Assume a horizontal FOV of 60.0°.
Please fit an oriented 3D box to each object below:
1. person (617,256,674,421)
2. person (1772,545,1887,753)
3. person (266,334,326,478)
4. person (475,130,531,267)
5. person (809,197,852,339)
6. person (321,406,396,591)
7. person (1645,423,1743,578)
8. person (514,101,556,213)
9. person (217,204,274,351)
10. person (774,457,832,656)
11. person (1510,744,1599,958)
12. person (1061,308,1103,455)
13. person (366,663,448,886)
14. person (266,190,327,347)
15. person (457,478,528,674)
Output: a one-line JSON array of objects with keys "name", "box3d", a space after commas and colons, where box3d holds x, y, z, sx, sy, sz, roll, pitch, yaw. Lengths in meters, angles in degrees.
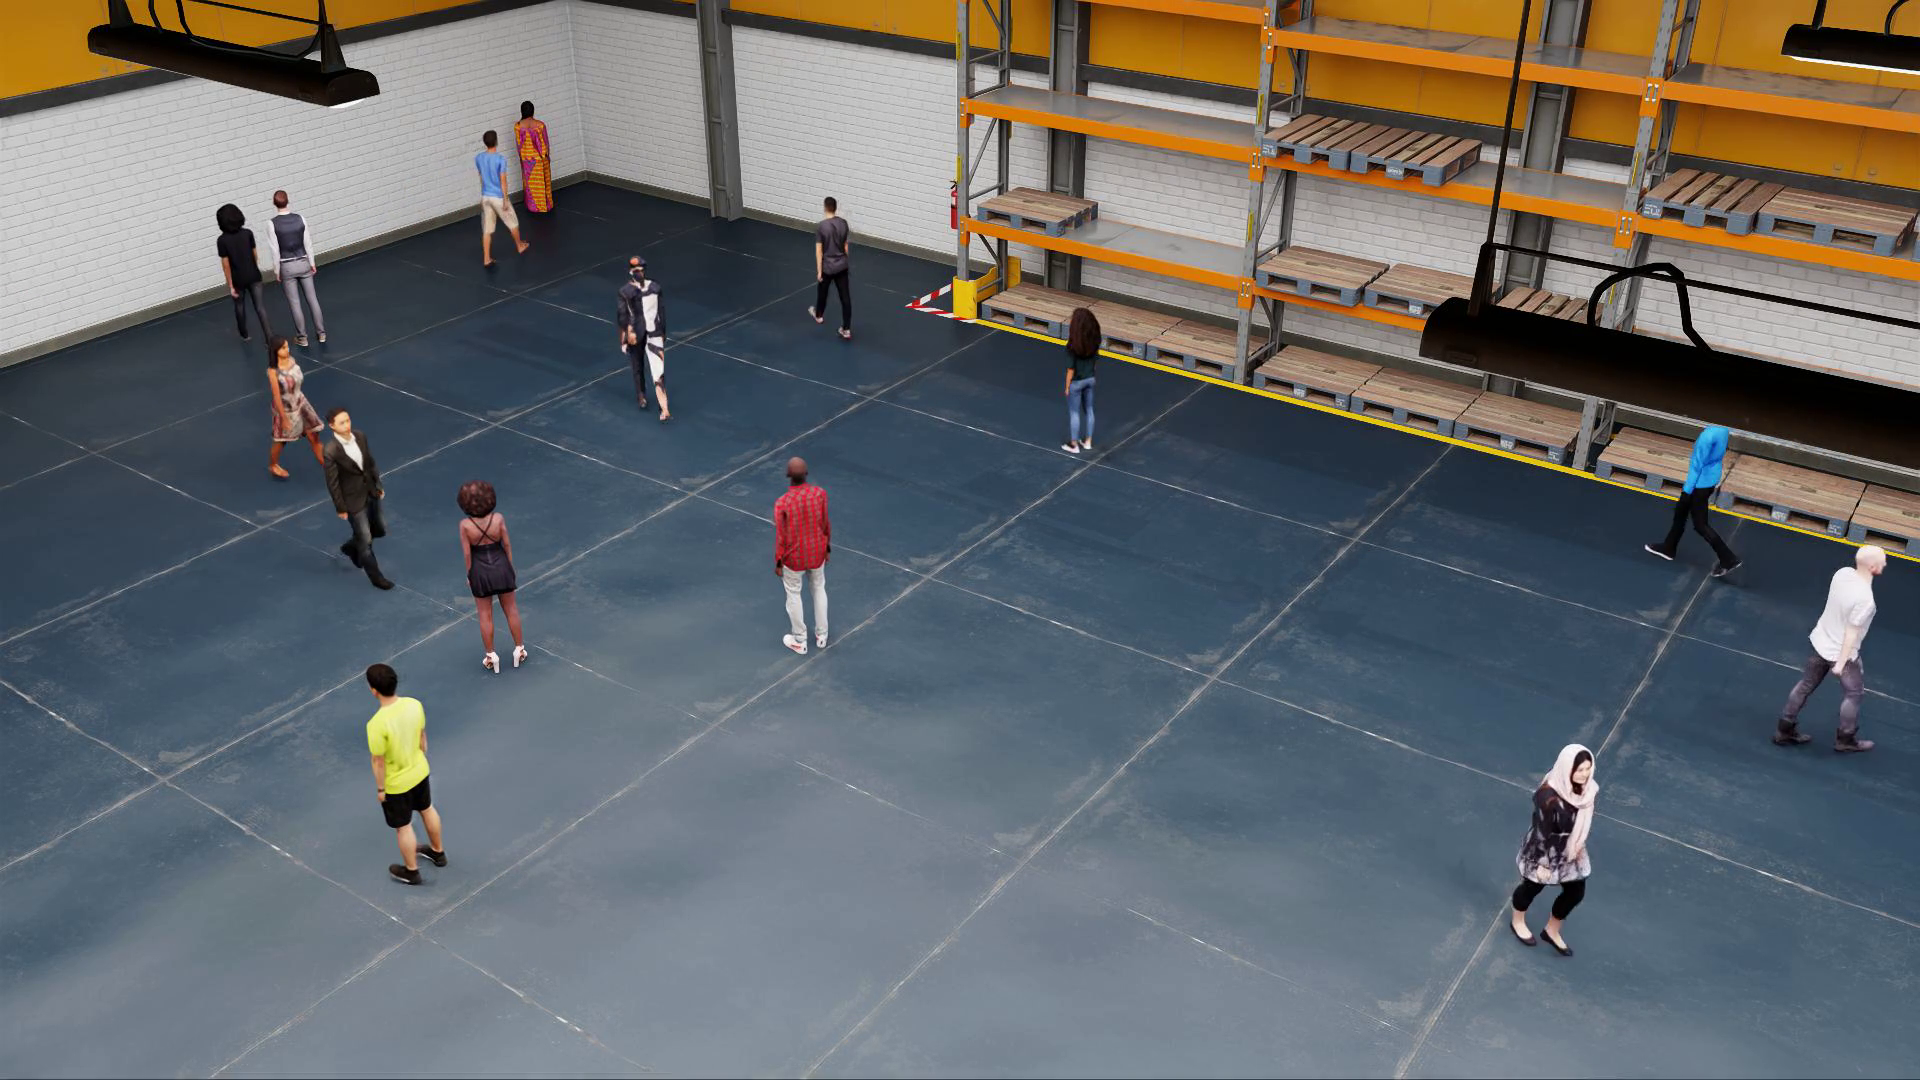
[{"name": "person", "box3d": [-3.546, -2.280, 18.550, 1.135, 1.841, 1.291, -10, 30, -18]}, {"name": "person", "box3d": [6.676, 0.844, 12.865, 1.091, 1.802, 0.977, 0, 29, -1]}, {"name": "person", "box3d": [-6.925, -1.318, 17.040, 1.212, 1.599, 0.852, 9, 30, 16]}, {"name": "person", "box3d": [-6.461, -4.666, 22.954, 1.255, 1.813, 1.040, 6, 29, 11]}, {"name": "person", "box3d": [-1.528, -3.328, 20.601, 0.982, 1.717, 1.217, -15, 32, -25]}, {"name": "person", "box3d": [-5.544, -0.410, 15.170, 0.943, 1.795, 0.790, 13, 31, 22]}, {"name": "person", "box3d": [6.930, -0.480, 15.327, 1.142, 1.768, 0.699, 22, 36, 35]}, {"name": "person", "box3d": [-6.481, -5.859, 25.275, 0.780, 1.684, 0.842, -4, 29, -8]}, {"name": "person", "box3d": [-8.632, -3.141, 20.192, 0.902, 1.781, 1.221, -19, 34, -31]}, {"name": "person", "box3d": [-1.331, 0.119, 14.176, 0.752, 1.818, 0.752, -13, 31, -23]}, {"name": "person", "box3d": [3.847, 1.984, 10.964, 0.780, 1.619, 0.832, -12, 31, -20]}, {"name": "person", "box3d": [1.289, -1.704, 17.728, 0.683, 1.617, 0.703, -18, 33, -29]}, {"name": "person", "box3d": [-3.861, 1.612, 11.556, 0.560, 1.706, 0.625, 14, 32, 25]}, {"name": "person", "box3d": [-8.167, -3.349, 20.409, 0.726, 1.938, 0.668, -20, 34, -32]}, {"name": "person", "box3d": [-3.915, 0.296, 13.882, 0.642, 1.788, 0.673, -12, 31, -22]}]
